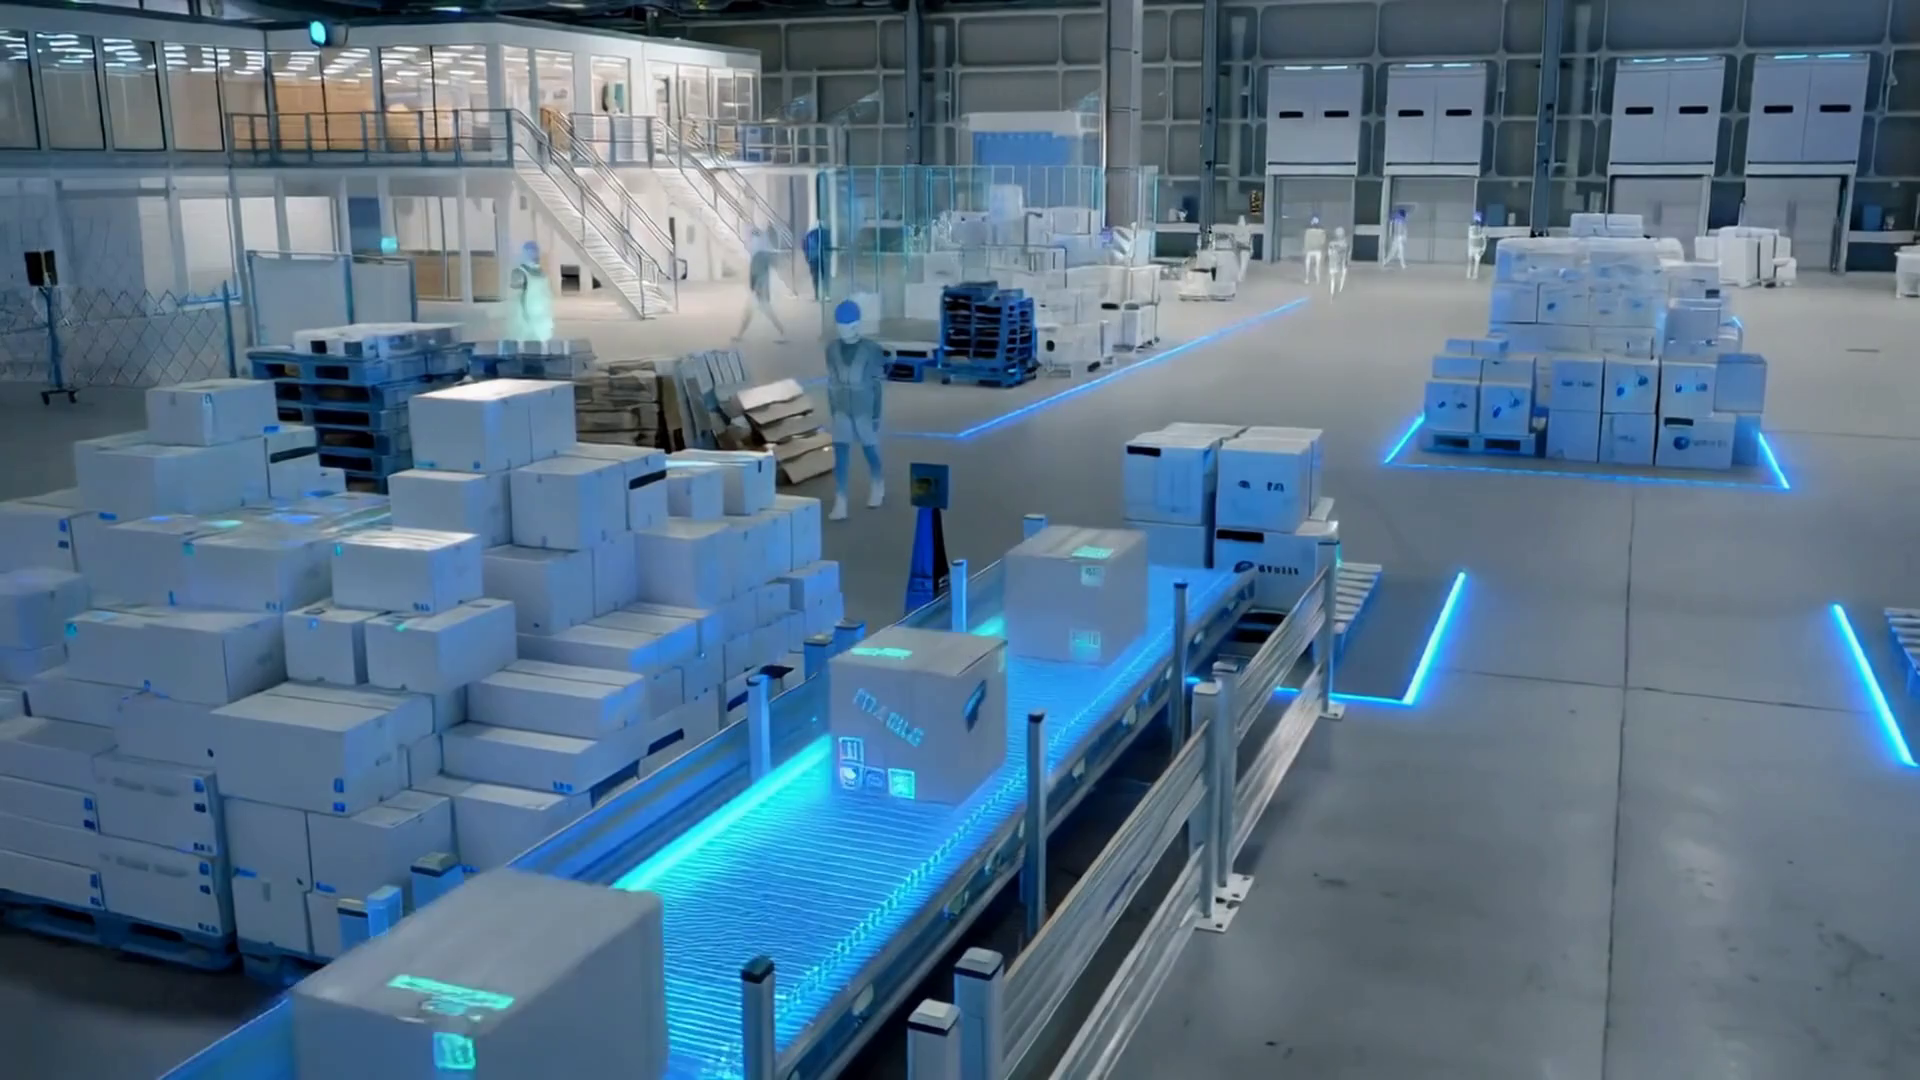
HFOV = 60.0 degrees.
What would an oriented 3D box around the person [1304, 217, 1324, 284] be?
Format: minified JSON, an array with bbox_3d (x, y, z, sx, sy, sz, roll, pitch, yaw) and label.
[{"bbox_3d":[9.402,-7.694,44.213,0.530,1.772,0.303,3,13,15],"label":"person"}]

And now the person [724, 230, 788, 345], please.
[{"bbox_3d":[-3.502,-4.353,28.780,1.106,1.980,0.612,-4,13,-16],"label":"person"}]

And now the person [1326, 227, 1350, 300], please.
[{"bbox_3d":[8.826,-6.470,38.892,0.546,1.680,0.398,1,13,6],"label":"person"}]

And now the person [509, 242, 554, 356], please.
[{"bbox_3d":[-6.188,-3.299,23.885,0.982,2.000,0.683,8,15,33],"label":"person"}]

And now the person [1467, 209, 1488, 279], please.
[{"bbox_3d":[14.325,-8.185,46.053,0.542,1.929,0.374,-1,13,-3],"label":"person"}]

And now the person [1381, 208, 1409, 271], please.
[{"bbox_3d":[13.125,-9.044,50.035,0.653,1.876,0.921,-10,16,-38],"label":"person"}]

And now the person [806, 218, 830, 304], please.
[{"bbox_3d":[-3.234,-6.340,37.808,0.643,1.927,0.389,-10,16,-38],"label":"person"}]

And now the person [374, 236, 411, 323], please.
[{"bbox_3d":[-9.385,-4.075,27.627,0.594,1.922,0.375,-8,15,-32],"label":"person"}]

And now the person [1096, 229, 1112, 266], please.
[{"bbox_3d":[2.819,-5.220,32.912,0.563,1.859,0.532,7,14,28],"label":"person"}]

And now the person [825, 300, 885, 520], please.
[{"bbox_3d":[-0.909,-1.177,14.678,0.545,1.907,0.913,4,13,16],"label":"person"}]

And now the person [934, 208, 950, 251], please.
[{"bbox_3d":[-0.456,-8.257,46.367,0.612,1.942,0.405,0,13,-1],"label":"person"}]

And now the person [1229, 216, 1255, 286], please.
[{"bbox_3d":[7.381,-7.546,43.491,0.650,1.789,0.944,0,13,-1],"label":"person"}]
